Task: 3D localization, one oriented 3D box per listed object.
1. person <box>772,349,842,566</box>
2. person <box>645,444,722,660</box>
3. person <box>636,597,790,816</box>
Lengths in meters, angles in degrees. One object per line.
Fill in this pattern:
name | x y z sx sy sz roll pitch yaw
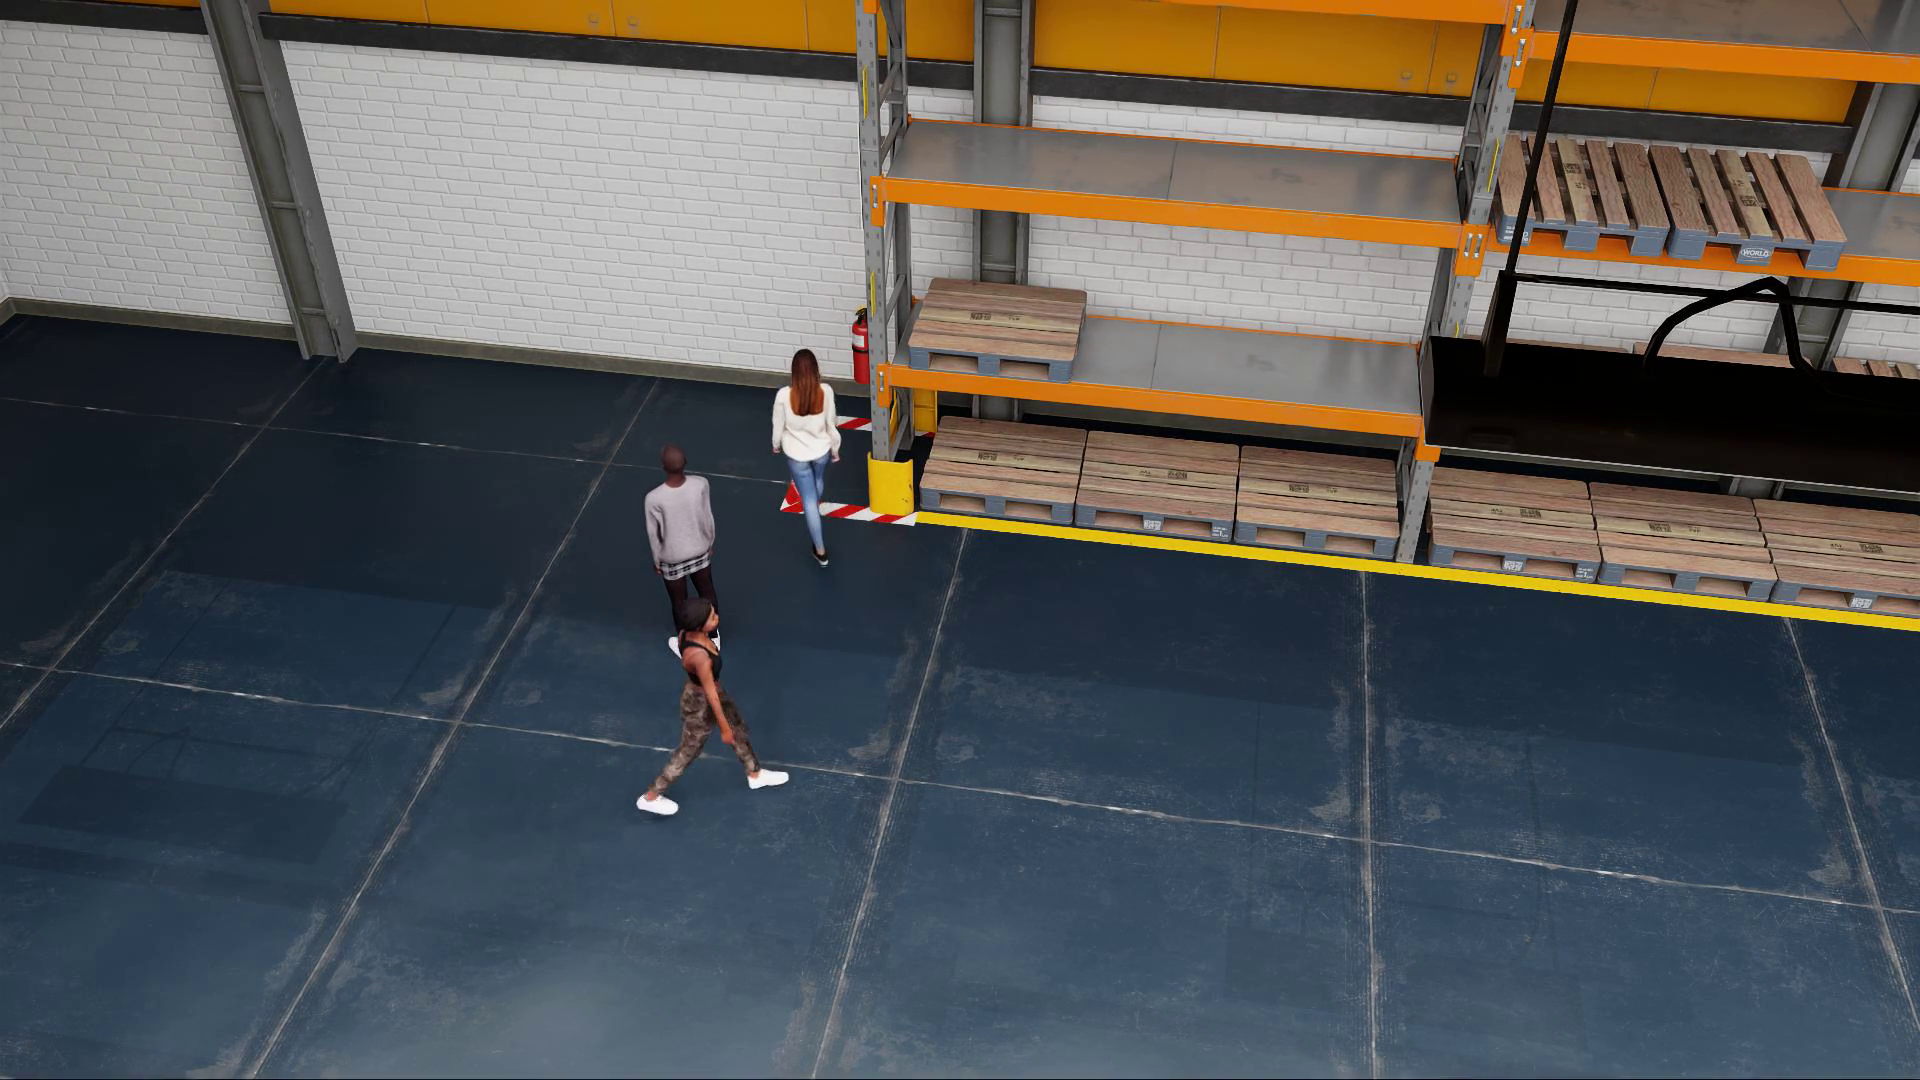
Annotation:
person | -1.086 -0.576 12.083 1.152 1.645 1.004 -9 40 -11
person | -1.846 0.081 11.161 0.682 1.770 0.756 -21 43 -24
person | -1.637 1.046 10.047 1.261 1.651 0.931 -9 39 -11
